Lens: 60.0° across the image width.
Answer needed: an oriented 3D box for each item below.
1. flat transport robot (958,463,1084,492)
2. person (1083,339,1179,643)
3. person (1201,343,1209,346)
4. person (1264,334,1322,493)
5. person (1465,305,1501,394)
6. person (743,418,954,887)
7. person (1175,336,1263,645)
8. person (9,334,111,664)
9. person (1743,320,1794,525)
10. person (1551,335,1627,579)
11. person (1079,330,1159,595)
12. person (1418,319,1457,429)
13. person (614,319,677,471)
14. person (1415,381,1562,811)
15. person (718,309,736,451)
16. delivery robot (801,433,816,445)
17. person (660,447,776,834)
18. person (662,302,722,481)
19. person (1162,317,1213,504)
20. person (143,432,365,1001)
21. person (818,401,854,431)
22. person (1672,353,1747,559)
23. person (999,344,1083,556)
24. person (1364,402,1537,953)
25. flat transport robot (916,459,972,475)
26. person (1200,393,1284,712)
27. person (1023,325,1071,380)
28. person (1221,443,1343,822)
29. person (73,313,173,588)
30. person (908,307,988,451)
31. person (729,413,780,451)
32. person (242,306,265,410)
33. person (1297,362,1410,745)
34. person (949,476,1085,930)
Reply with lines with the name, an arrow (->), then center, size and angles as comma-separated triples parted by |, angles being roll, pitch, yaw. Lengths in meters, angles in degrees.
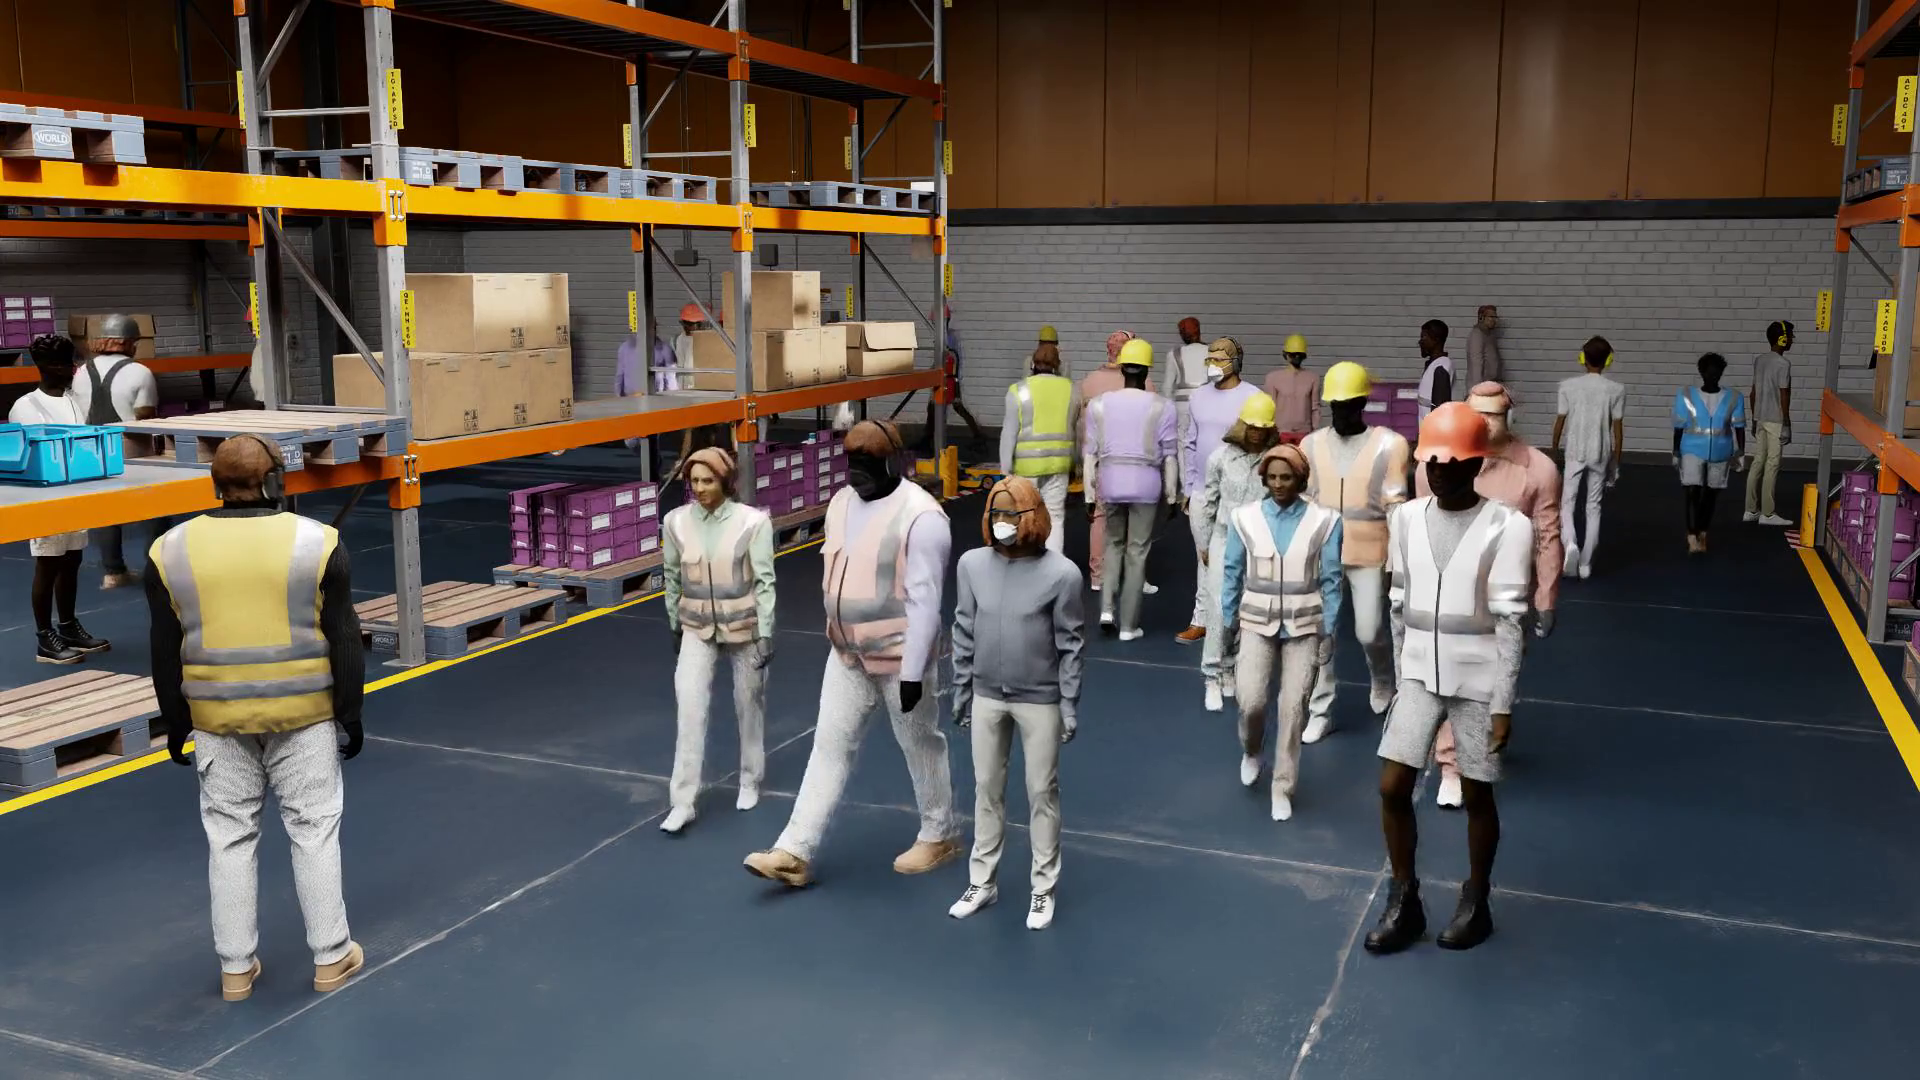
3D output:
flat transport robot -> 0.706, -0.675, 17.684 | 1.431, 0.197, 0.652 | 4, 10, 20
person -> 1.094, -0.308, 10.506 | 0.585, 1.906, 0.479 | 4, 10, 24
person -> 2.534, -1.225, 17.016 | 0.574, 1.581, 0.741 | 0, 9, -3
person -> 2.977, -0.960, 14.895 | 0.533, 1.765, 0.330 | -1, 9, -4
person -> 6.221, -1.837, 19.795 | 0.401, 1.904, 0.640 | 4, 10, 24
person -> -0.367, 0.447, 6.274 | 0.638, 1.792, 0.944 | 9, 13, 43
person -> 1.624, -0.282, 10.258 | 0.371, 1.940, 0.627 | -9, 13, -44
person -> -5.405, -0.252, 9.988 | 0.364, 1.964, 0.611 | 0, 9, 0
person -> 7.450, -1.070, 15.244 | 0.319, 1.871, 0.532 | -1, 9, -8
person -> 4.688, -0.598, 12.443 | 0.509, 1.857, 0.659 | 3, 10, 18
person -> 1.163, -0.549, 11.974 | 0.641, 1.909, 0.409 | 7, 11, 35
person -> 4.023, -0.897, 14.048 | 0.374, 1.917, 0.596 | 2, 10, 10
person -> -3.245, -1.416, 17.297 | 0.654, 1.880, 0.640 | 2, 10, 15
person -> 2.363, 0.208, 7.517 | 0.651, 1.869, 0.978 | 3, 10, 20
person -> -2.534, -1.655, 18.655 | 0.574, 1.906, 0.553 | -1, 9, -8
delivery robot -> -1.582, -0.914, 17.992 | 0.707, 0.478, 0.477 | -6, 11, -33
person -> -1.021, 0.417, 7.008 | 0.533, 1.603, 0.777 | 1, 9, 9
person -> -2.932, -1.675, 18.613 | 0.623, 1.981, 1.079 | 7, 12, 38
person -> 2.377, -1.270, 16.484 | 0.742, 1.870, 0.358 | 0, 9, 2
person -> -2.252, 0.570, 5.395 | 0.632, 1.840, 0.429 | -2, 10, -12
person -> -1.440, -1.636, 19.465 | 0.615, 1.613, 0.560 | -6, 11, -31
person -> 6.051, -0.670, 13.436 | 0.551, 1.649, 0.845 | 2, 10, 14
person -> 0.559, -0.519, 12.126 | 0.681, 1.800, 0.747 | -3, 10, -15
person -> 1.649, 0.493, 5.652 | 0.560, 1.914, 0.683 | 8, 13, 41
flat transport robot -> -0.618, -0.770, 18.255 | 1.431, 0.197, 0.652 | 5, 10, 26
person -> 1.538, 0.055, 8.915 | 0.480, 1.701, 0.736 | 0, 9, 1
person -> 0.947, -1.469, 18.039 | 0.523, 1.737, 0.819 | 2, 10, 14
person -> 1.387, 0.383, 7.194 | 0.514, 1.624, 0.434 | 2, 10, 14
person -> -6.158, -0.679, 12.353 | 0.692, 2.000, 0.677 | 2, 10, 10
person -> -0.123, -2.057, 21.197 | 1.010, 1.893, 0.552 | 2, 10, 10
person -> -2.070, -1.307, 16.636 | 0.587, 1.882, 0.341 | -8, 12, -40
person -> -7.286, -1.470, 17.363 | 0.508, 1.976, 0.617 | -7, 12, -37
person -> 1.980, 0.047, 8.384 | 0.593, 1.906, 0.738 | 6, 11, 31
person -> 0.199, 0.579, 5.964 | 0.501, 1.633, 0.286 | 4, 10, 25
